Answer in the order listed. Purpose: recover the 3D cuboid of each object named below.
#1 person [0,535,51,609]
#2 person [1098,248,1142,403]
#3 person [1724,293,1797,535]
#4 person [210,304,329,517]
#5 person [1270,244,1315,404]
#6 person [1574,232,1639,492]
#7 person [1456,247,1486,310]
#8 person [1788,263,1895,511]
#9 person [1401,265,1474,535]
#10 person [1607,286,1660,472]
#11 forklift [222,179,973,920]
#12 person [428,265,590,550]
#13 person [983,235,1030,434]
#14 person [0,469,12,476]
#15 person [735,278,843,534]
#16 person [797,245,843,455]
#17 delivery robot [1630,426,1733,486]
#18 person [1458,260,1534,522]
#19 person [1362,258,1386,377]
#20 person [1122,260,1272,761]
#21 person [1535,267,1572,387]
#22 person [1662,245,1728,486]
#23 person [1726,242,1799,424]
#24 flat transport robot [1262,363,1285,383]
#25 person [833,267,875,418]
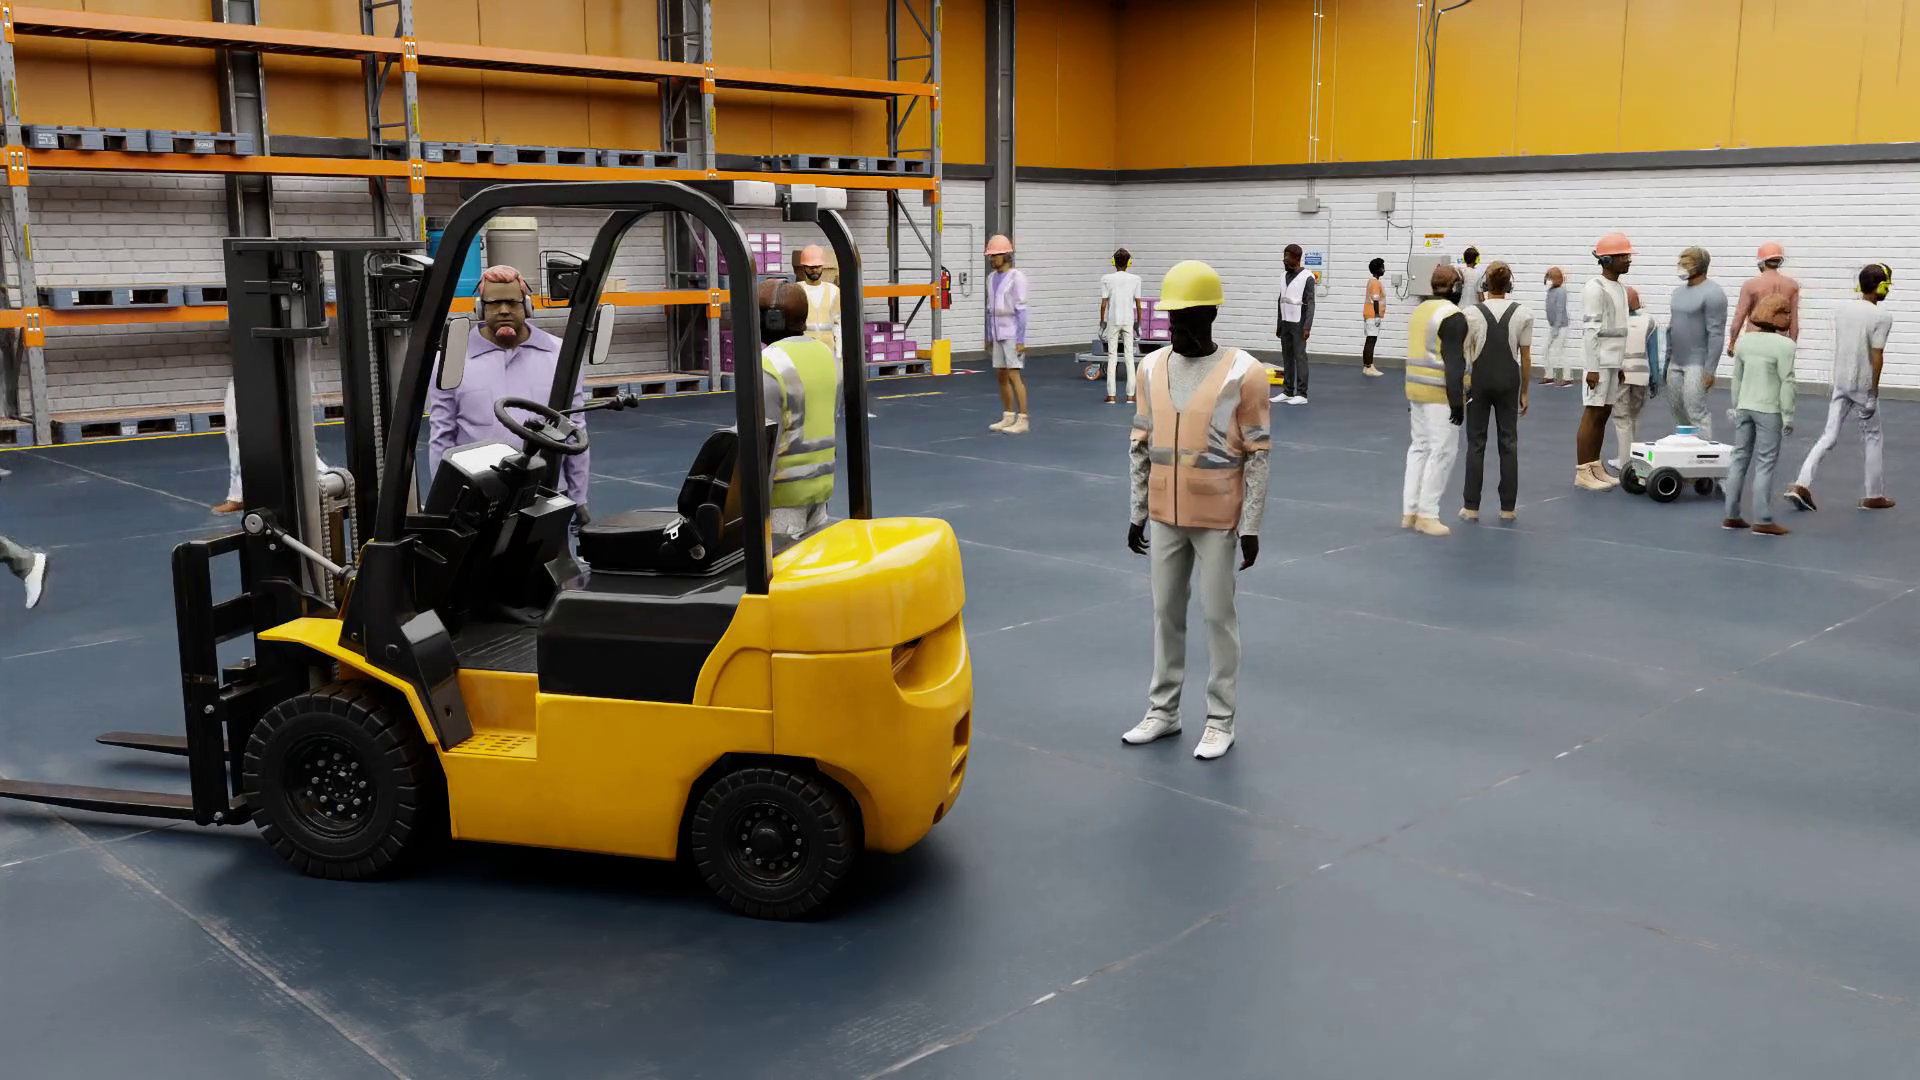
[{"bbox_3d":[-5.078,-0.471,8.492,0.592,1.907,0.744,7,12,32],"label":"person"},{"bbox_3d":[1.936,-2.585,20.110,0.536,1.869,0.312,0,10,-1],"label":"person"},{"bbox_3d":[5.453,-0.853,11.308,0.265,1.632,0.507,-4,11,-19],"label":"person"},{"bbox_3d":[-5.078,-1.151,12.178,0.638,1.911,0.919,7,13,35],"label":"person"},{"bbox_3d":[4.041,-2.596,20.046,0.371,1.913,0.597,-5,12,-27],"label":"person"},{"bbox_3d":[5.143,-1.414,13.236,0.368,2.048,0.608,9,14,40],"label":"person"},{"bbox_3d":[6.864,-3.014,22.531,0.497,1.885,0.564,-10,14,-44],"label":"person"},{"bbox_3d":[6.529,-1.111,12.196,0.902,1.833,0.497,-5,11,-25],"label":"person"},{"bbox_3d":[3.277,-0.961,11.392,0.432,1.824,0.688,-2,11,-10],"label":"person"},{"bbox_3d":[5.488,-1.303,13.844,0.523,1.602,0.772,-2,11,-9],"label":"person"},{"bbox_3d":[-1.114,-0.058,5.440,2.313,2.155,1.214,2,11,13],"label":"forklift"},{"bbox_3d":[-1.852,-0.174,6.887,0.640,1.902,0.402,-4,11,-21],"label":"person"},{"bbox_3d":[0.443,-2.089,17.023,0.467,2.023,0.616,-7,13,-35],"label":"person"},{"bbox_3d":[-8.309,-1.424,13.837,0.565,1.846,0.390,2,11,11],"label":"person"},{"bbox_3d":[-0.750,-0.183,7.086,0.429,1.842,0.633,5,11,24],"label":"person"},{"bbox_3d":[-1.329,-1.719,15.199,0.551,1.935,0.375,-4,11,-20],"label":"person"},{"bbox_3d":[5.556,-0.635,12.808,0.707,0.478,0.477,-1,10,-6],"label":"delivery robot"},{"bbox_3d":[3.758,-1.042,11.759,0.505,1.846,0.347,2,11,10],"label":"person"},{"bbox_3d":[5.972,-3.206,23.969,0.319,1.696,0.532,1,10,6],"label":"person"},{"bbox_3d":[0.901,-0.109,6.449,0.591,1.925,0.385,8,13,38],"label":"person"},{"bbox_3d":[7.959,-2.833,22.160,0.556,1.602,0.514,-1,10,-7],"label":"person"},{"bbox_3d":[5.931,-1.407,13.497,0.362,1.938,0.633,-2,11,-9],"label":"person"},{"bbox_3d":[8.265,-2.090,17.205,0.642,1.937,1.008,-1,10,-8],"label":"person"},{"bbox_3d":[4.052,-2.307,22.949,0.652,0.197,1.431,-1,11,-3],"label":"flat transport robot"},{"bbox_3d":[-1.283,-2.203,18.447,0.514,1.748,0.502,-4,11,-21],"label":"person"}]
